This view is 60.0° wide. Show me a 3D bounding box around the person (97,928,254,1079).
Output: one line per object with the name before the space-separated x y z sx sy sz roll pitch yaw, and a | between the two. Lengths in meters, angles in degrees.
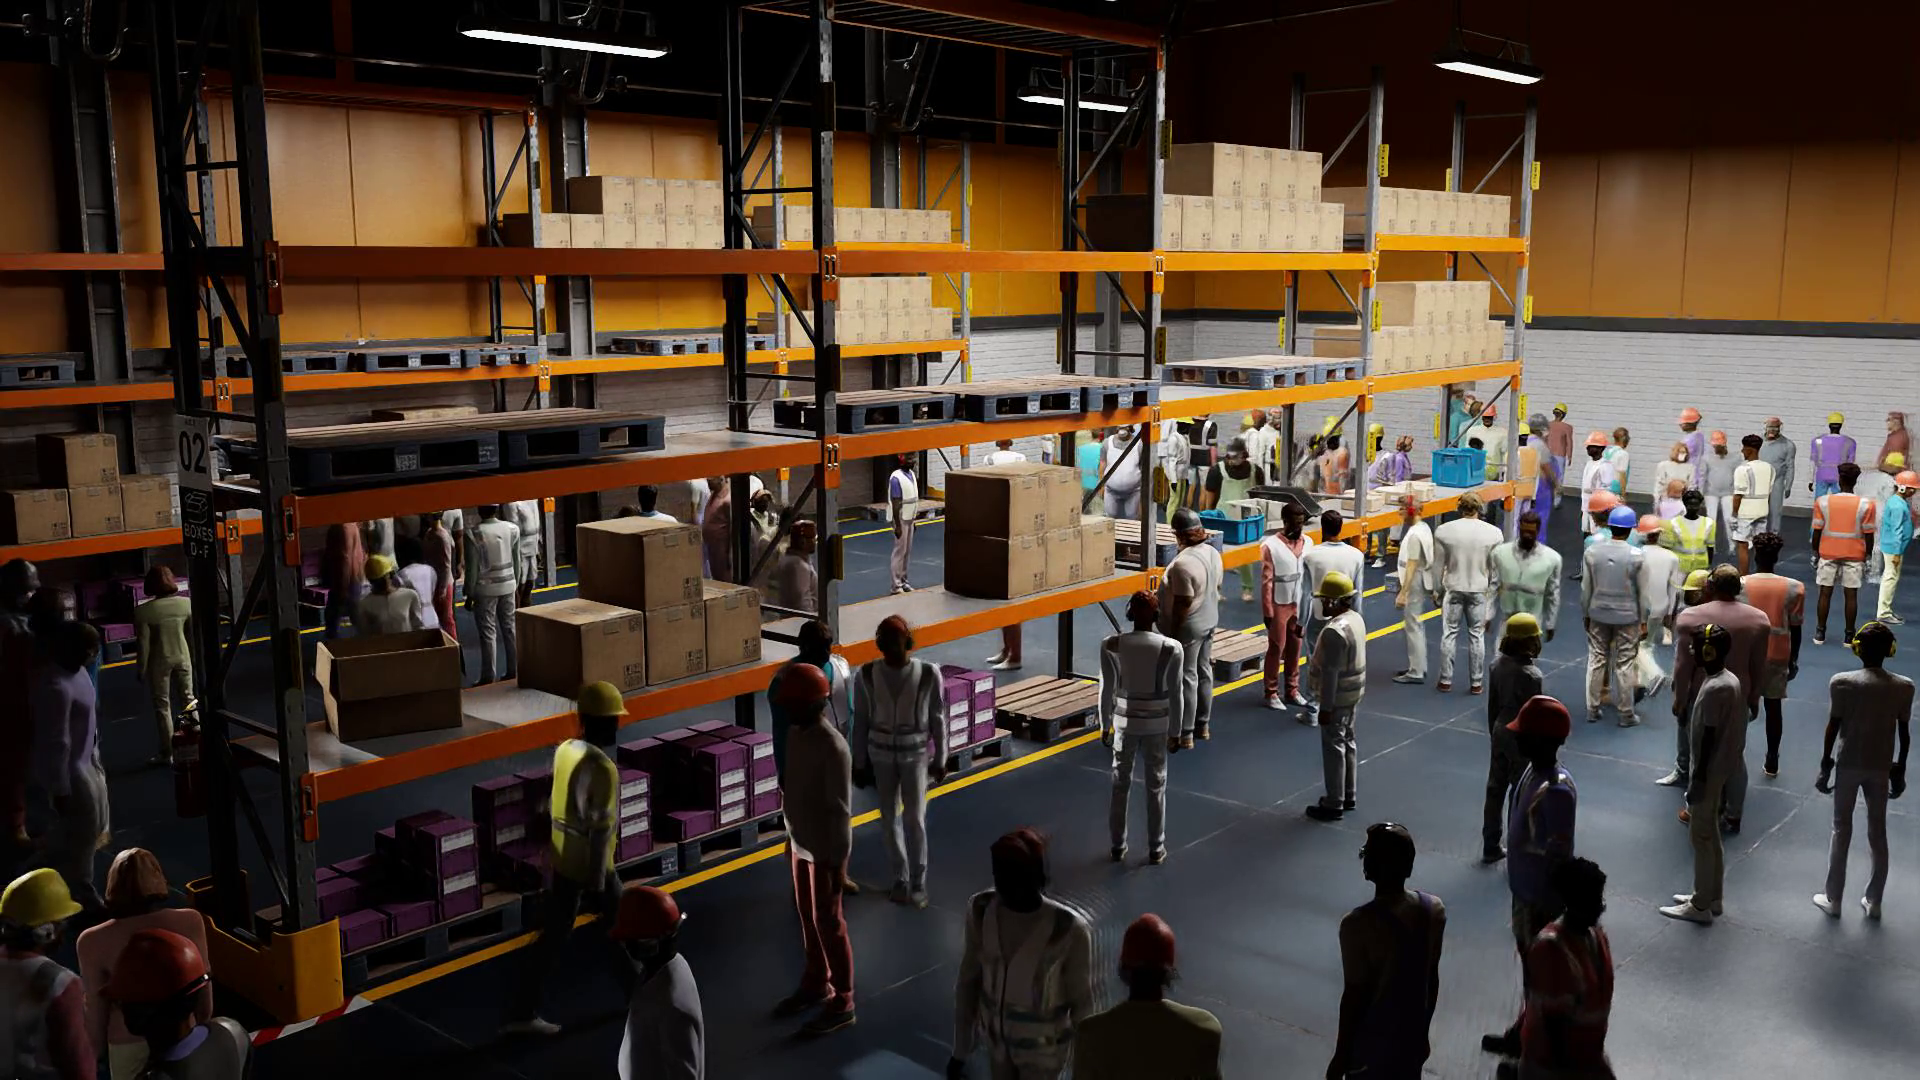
person | -2.433 2.191 5.194 0.370 2.044 0.608 1 10 3

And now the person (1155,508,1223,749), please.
person | 1.880 0.721 13.982 0.535 2.000 0.674 7 12 34

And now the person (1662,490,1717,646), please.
person | 7.679 0.300 17.550 0.540 1.690 0.318 2 10 9

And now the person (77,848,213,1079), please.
person | -3.412 2.090 7.016 0.498 1.633 0.278 -6 11 -31

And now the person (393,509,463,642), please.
person | -5.439 0.209 17.039 0.681 2.000 0.535 -4 10 -21

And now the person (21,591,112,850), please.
person | -6.191 1.259 11.445 0.624 1.832 0.490 5 11 27

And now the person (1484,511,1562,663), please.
person | 4.988 0.666 14.750 0.608 1.896 0.748 6 11 32

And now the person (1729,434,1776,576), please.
person | 9.754 -0.331 20.533 0.601 1.956 0.380 -4 10 -24

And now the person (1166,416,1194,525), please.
person | 3.215 -0.941 24.273 0.398 1.919 0.586 5 11 27

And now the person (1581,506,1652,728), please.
person | 5.740 0.670 14.561 0.602 1.948 0.385 8 12 40

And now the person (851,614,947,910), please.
person | -0.399 1.400 10.444 0.592 1.866 0.564 1 10 8

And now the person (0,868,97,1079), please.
person | -3.491 2.133 6.272 0.599 1.804 0.559 2 10 13

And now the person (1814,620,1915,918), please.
person | 5.600 1.424 10.333 0.520 1.861 0.318 1 10 7

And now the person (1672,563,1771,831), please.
person | 5.409 1.123 11.885 0.629 1.940 0.376 1 10 8

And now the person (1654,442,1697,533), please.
person | 9.724 -0.517 22.584 0.533 1.620 0.362 1 10 9

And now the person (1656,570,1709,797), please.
person | 5.602 1.086 12.688 0.295 1.743 0.493 -3 10 -15

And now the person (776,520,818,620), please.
person | -1.328 0.772 14.076 0.401 1.907 0.648 -3 10 -17

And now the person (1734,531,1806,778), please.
person | 6.302 0.903 13.116 0.606 1.966 0.367 2 10 14

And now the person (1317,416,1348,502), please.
person | 5.688 -1.049 25.519 0.490 1.709 0.810 -1 10 -7

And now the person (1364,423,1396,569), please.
person | 5.512 -0.591 22.141 0.353 1.930 0.594 -8 12 -38

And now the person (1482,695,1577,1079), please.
person | 2.866 1.720 8.309 0.348 1.942 0.548 1 10 5

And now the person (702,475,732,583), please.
person | -2.595 0.115 17.997 0.403 1.906 0.651 -6 11 -30

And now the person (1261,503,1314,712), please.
person | 2.963 0.598 15.126 0.597 1.908 0.405 -6 11 -32

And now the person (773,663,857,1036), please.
person | -0.781 1.617 8.812 0.410 1.984 0.618 -5 11 -29

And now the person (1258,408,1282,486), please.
person | 4.691 -1.032 24.898 0.654 1.895 0.400 -7 12 -35

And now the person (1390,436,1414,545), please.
person | 6.218 -0.664 23.475 0.318 1.631 0.524 3 10 18

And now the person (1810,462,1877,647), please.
person | 9.329 0.152 17.603 0.628 1.966 0.374 6 11 34

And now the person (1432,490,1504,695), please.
person | 4.762 0.495 15.660 0.633 1.931 0.373 3 10 16

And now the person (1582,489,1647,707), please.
person | 5.902 0.550 15.073 0.651 2.018 0.581 -3 10 -19

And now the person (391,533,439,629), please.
person | -4.824 0.777 14.743 0.392 1.695 0.566 4 10 23

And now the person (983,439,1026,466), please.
person | 0.587 -0.507 21.801 0.582 1.879 0.357 1 10 5

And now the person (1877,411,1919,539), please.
person | 13.838 -0.962 24.530 0.906 1.877 0.639 5 11 26

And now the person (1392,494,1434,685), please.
person | 4.395 0.481 16.028 0.390 1.834 0.654 3 10 20

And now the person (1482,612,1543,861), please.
person | 3.734 1.344 11.144 0.289 1.746 0.486 -4 10 -24

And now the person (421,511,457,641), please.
person | -5.180 0.444 16.456 0.309 1.769 0.523 -7 12 -36

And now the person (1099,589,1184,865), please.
person | 1.220 1.261 11.244 0.577 1.880 0.352 3 10 15

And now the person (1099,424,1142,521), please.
person | 2.223 -0.734 22.668 0.682 2.000 0.537 2 10 10

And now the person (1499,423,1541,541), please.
person | 7.502 -0.611 22.331 0.591 1.913 0.396 -5 11 -26

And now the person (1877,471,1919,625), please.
person | 10.548 0.081 18.701 0.354 1.740 0.575 5 11 26

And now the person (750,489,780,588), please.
person | -2.160 0.258 17.973 0.514 1.634 0.313 -7 12 -35
